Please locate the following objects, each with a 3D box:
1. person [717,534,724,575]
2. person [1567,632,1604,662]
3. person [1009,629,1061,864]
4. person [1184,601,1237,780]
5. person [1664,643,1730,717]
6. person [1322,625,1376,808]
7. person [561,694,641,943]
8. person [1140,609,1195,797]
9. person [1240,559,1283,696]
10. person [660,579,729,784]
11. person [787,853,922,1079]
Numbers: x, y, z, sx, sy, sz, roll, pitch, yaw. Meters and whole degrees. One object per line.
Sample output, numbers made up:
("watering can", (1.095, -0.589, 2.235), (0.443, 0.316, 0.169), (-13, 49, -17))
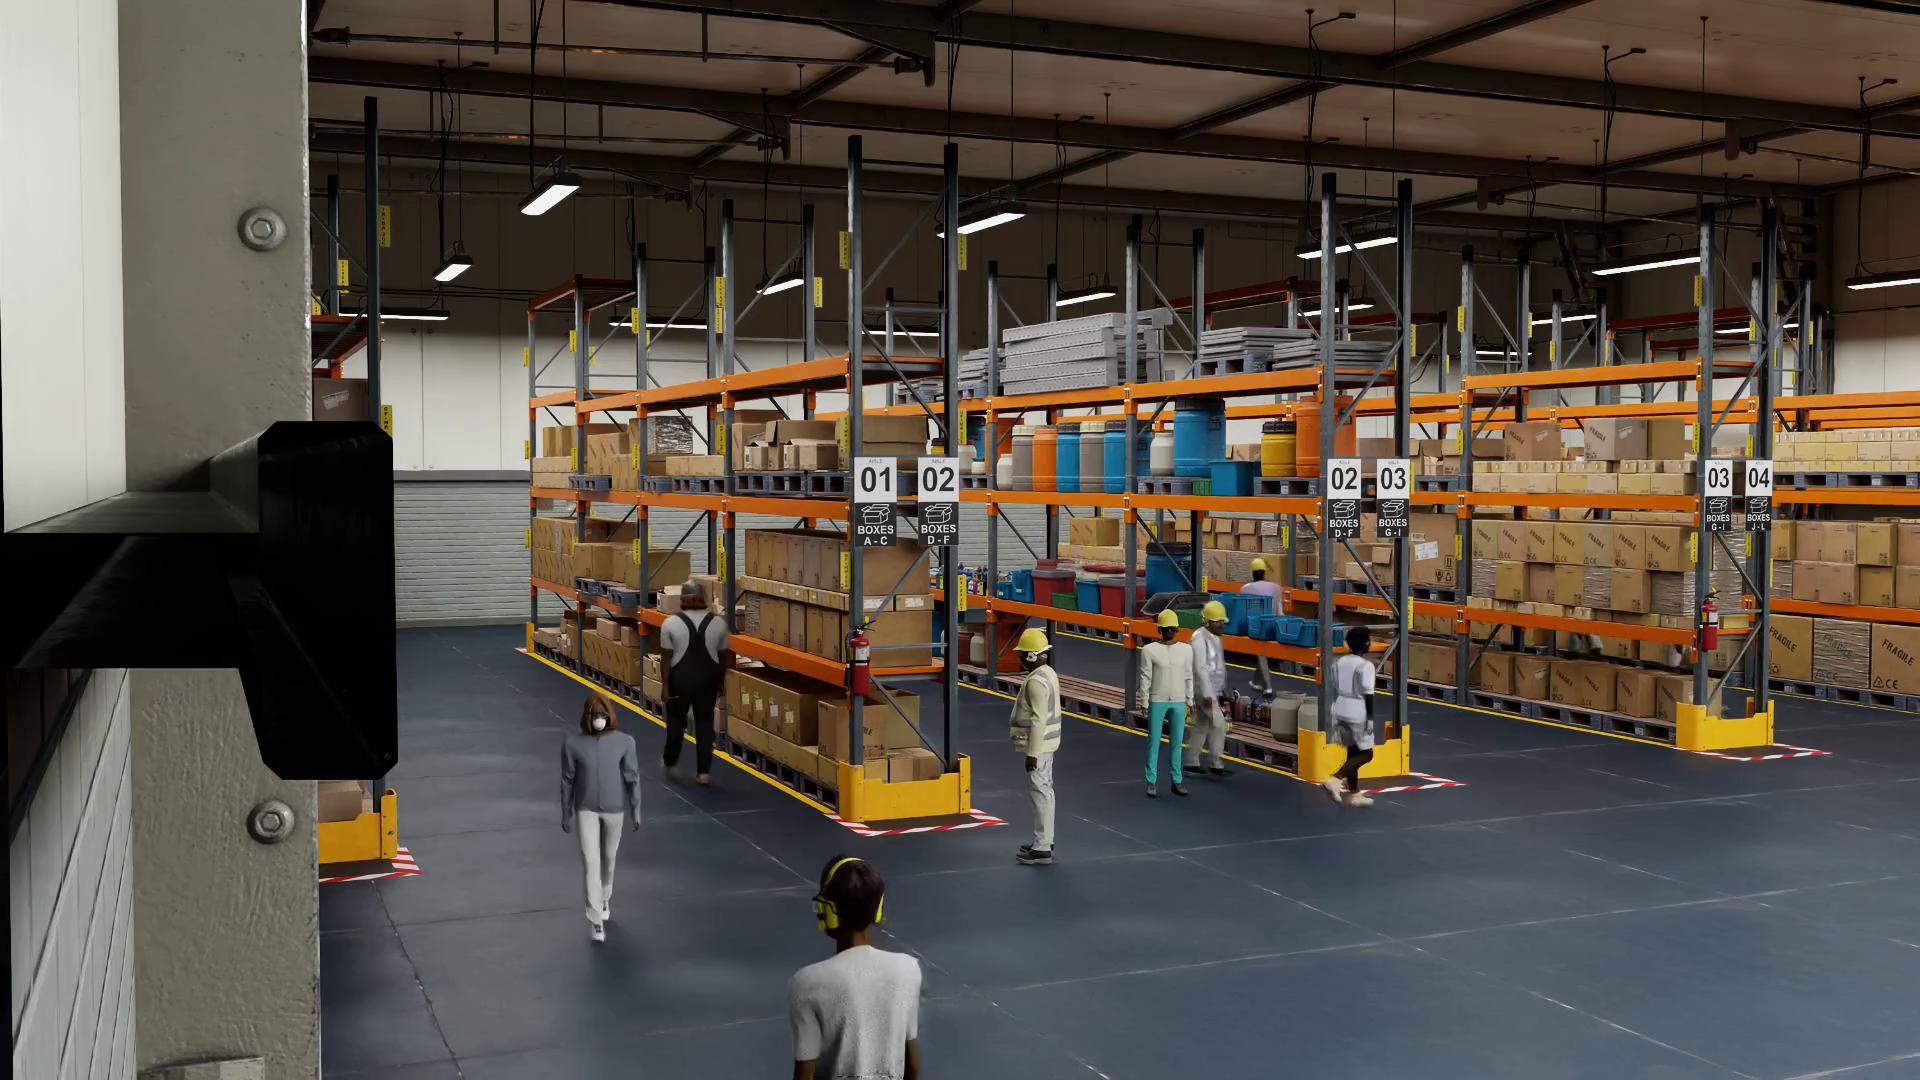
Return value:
("person", (-4.628, 0.794, 35.231), (0.325, 1.865, 0.517), (-2, 3, -40))
("person", (8.562, 1.192, 24.402), (0.548, 1.879, 1.001), (-1, 2, -13))
("person", (0.593, 1.614, 14.128), (0.403, 1.830, 0.599), (0, 2, 11))
("person", (2.497, 1.495, 17.793), (0.669, 1.787, 0.620), (1, 2, 25))
("person", (9.026, 1.227, 22.155), (0.618, 1.989, 1.041), (-1, 2, -22))
("person", (3.523, 1.604, 16.233), (0.557, 1.679, 0.539), (-1, 2, -24))
("person", (-2.413, 1.815, 12.028), (0.511, 1.596, 0.844), (-1, 2, -17))
("person", (1.971, 1.537, 16.982), (0.535, 1.767, 0.316), (-1, 2, -13))
("person", (4.143, 1.197, 24.677), (0.596, 1.867, 1.042), (0, 2, -10))
("person", (-2.679, 1.389, 17.856), (0.710, 2.000, 0.966), (-1, 2, -22))
("person", (-0.376, 1.925, 5.707), (0.567, 1.850, 0.536), (-2, 3, -34))
